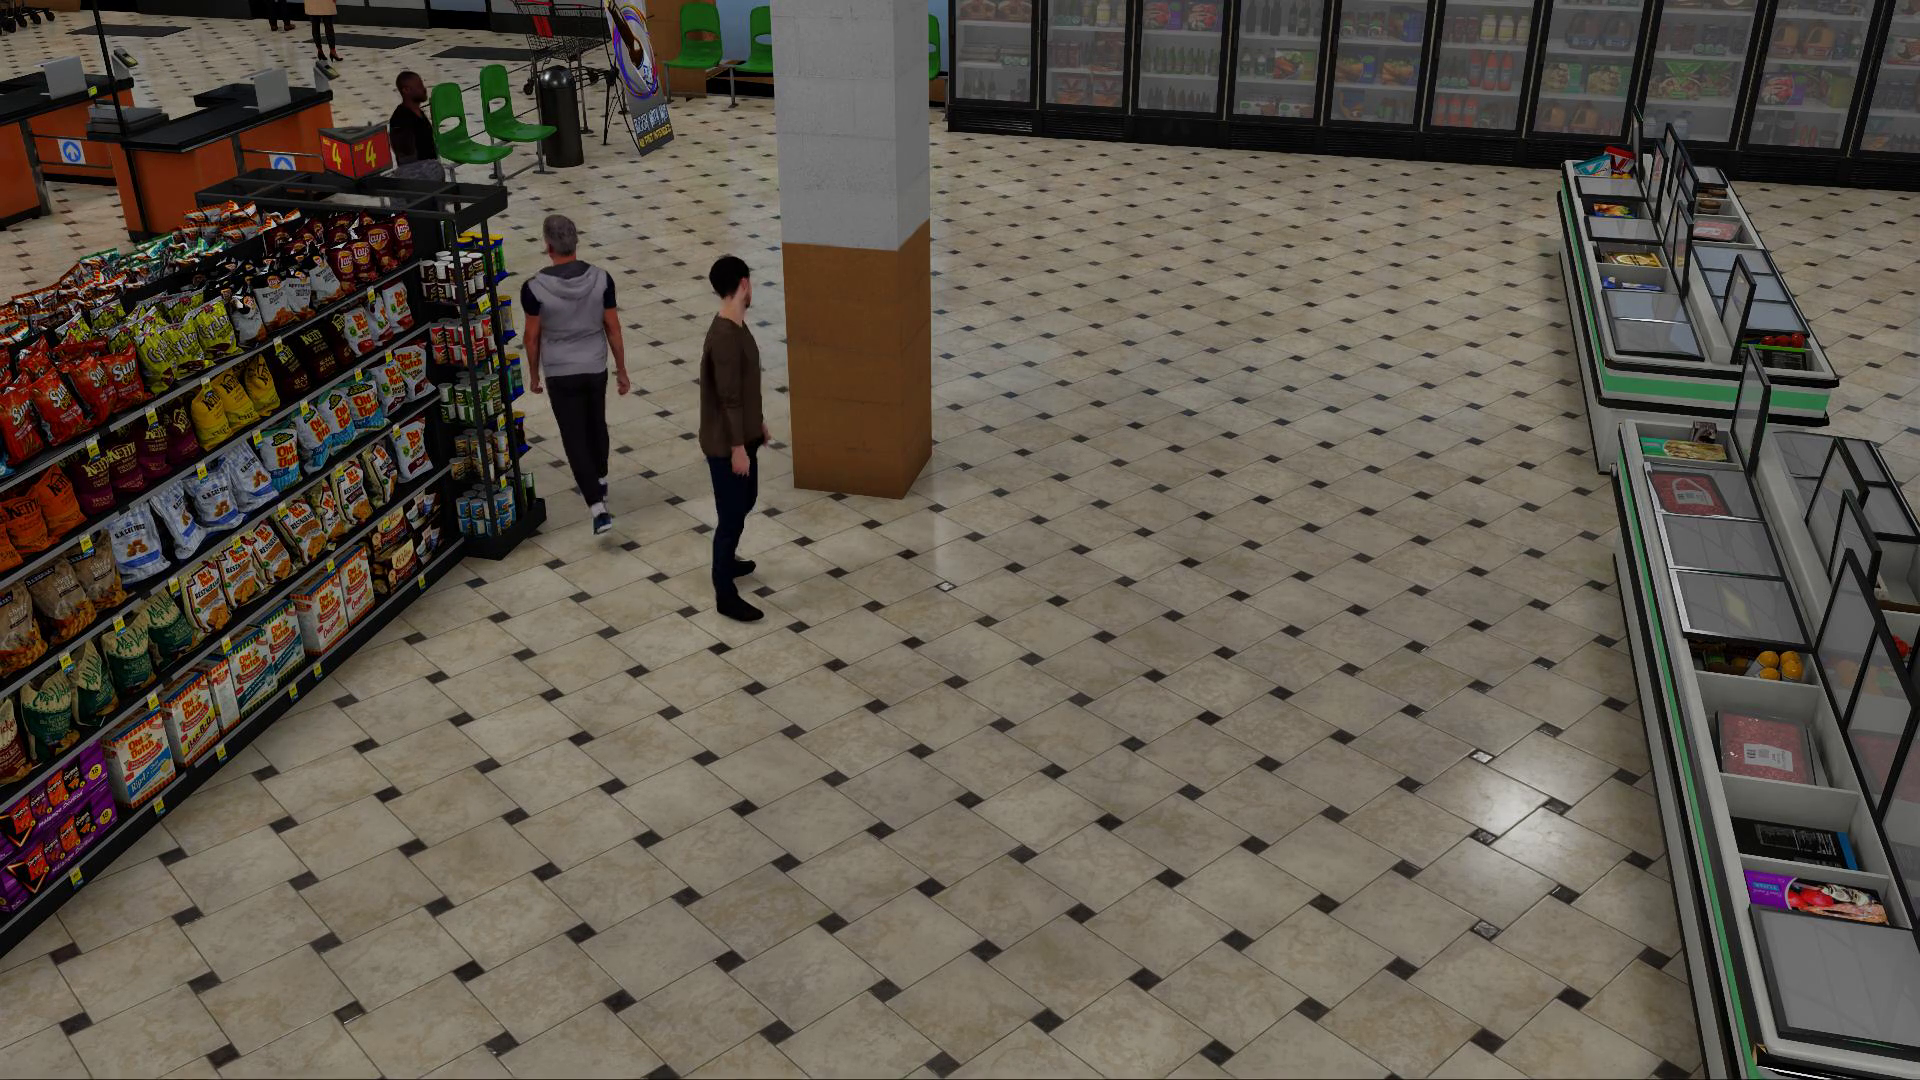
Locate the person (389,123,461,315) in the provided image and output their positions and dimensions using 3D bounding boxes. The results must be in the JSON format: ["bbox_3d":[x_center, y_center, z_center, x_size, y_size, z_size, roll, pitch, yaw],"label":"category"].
[{"bbox_3d":[-3.650,-1.937,11.386,0.760,1.836,0.513,10,29,19],"label":"person"}]

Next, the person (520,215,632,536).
[{"bbox_3d":[-2.134,-0.879,9.350,1.176,1.790,1.214,-14,30,-26],"label":"person"}]

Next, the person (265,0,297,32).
[{"bbox_3d":[-9.921,-8.218,23.891,0.702,1.727,0.677,-4,27,-8],"label":"person"}]

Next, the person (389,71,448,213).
[{"bbox_3d":[-4.268,-2.716,12.955,0.872,1.807,0.952,0,27,1],"label":"person"}]

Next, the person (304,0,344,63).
[{"bbox_3d":[-8.433,-7.155,21.848,0.643,1.680,0.507,7,28,13],"label":"person"}]

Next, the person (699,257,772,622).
[{"bbox_3d":[-1.191,-0.524,8.583,0.865,1.851,0.632,7,28,13],"label":"person"}]
